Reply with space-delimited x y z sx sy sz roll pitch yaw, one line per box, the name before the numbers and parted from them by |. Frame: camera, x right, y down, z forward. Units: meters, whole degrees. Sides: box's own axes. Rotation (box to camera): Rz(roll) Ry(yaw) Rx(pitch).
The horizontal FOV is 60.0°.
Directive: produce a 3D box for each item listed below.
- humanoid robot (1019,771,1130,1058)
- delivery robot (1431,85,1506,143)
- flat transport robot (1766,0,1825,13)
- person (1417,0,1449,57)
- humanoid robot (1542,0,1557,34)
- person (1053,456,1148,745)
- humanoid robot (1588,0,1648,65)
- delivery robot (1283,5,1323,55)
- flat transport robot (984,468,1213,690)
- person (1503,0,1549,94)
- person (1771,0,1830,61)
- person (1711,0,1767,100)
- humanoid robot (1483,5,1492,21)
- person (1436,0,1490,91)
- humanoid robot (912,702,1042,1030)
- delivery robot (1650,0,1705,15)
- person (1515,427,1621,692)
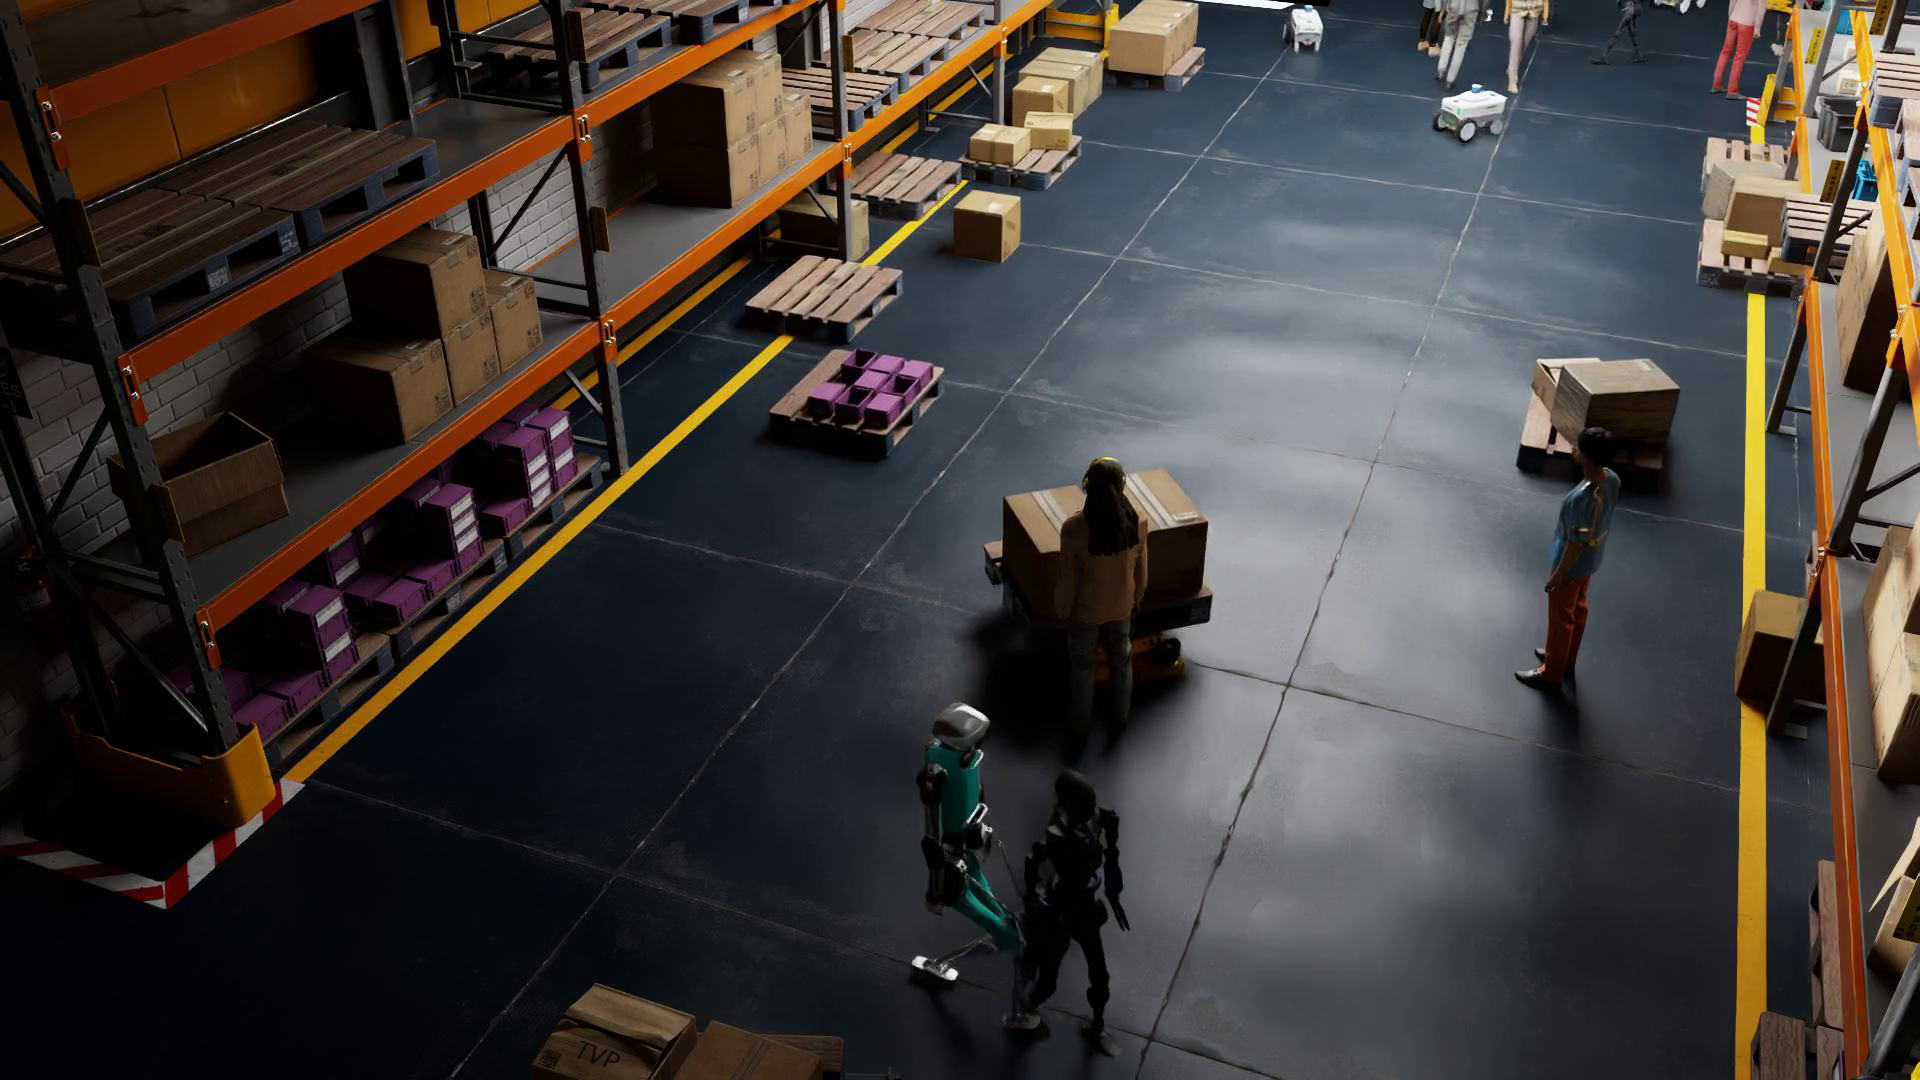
humanoid robot | 0.504 1.726 7.650 0.589 1.647 0.560 -23 39 -31
delivery robot | 5.773 -4.836 18.828 0.796 0.612 0.499 -14 35 -21
flat transport robot | 11.855 -7.715 23.532 1.431 0.231 0.659 -27 41 -35
person | 6.109 -7.036 21.169 0.320 1.692 0.531 -11 35 -17
humanoid robot | 7.748 -7.437 21.830 0.610 1.637 0.659 18 37 25
person | 0.808 0.369 9.543 0.556 1.875 0.390 -9 34 -14
humanoid robot | 8.390 -6.768 20.810 0.784 1.622 0.601 2 33 3
delivery robot | 4.499 -6.658 21.643 0.499 0.606 0.796 2 33 3
flat transport robot | 0.880 0.455 10.888 0.659 0.231 1.431 -10 34 -15
person | 6.835 -6.348 20.094 0.488 1.757 0.813 1 33 2
person | 10.857 -6.850 20.775 1.031 1.807 0.495 6 33 9
person | 9.294 -6.121 19.684 0.329 1.767 0.525 -10 34 -15
humanoid robot | 6.989 -7.781 22.328 0.922 1.814 0.556 -24 40 -32
person | 6.055 -6.379 19.984 0.533 1.876 0.628 15 36 22
humanoid robot | 0.177 1.577 7.807 0.941 1.773 0.544 14 35 21
delivery robot | 10.065 -7.655 23.188 0.799 0.608 0.499 -20 38 -27
person | 3.698 0.119 10.027 0.306 1.764 0.505 25 40 33
